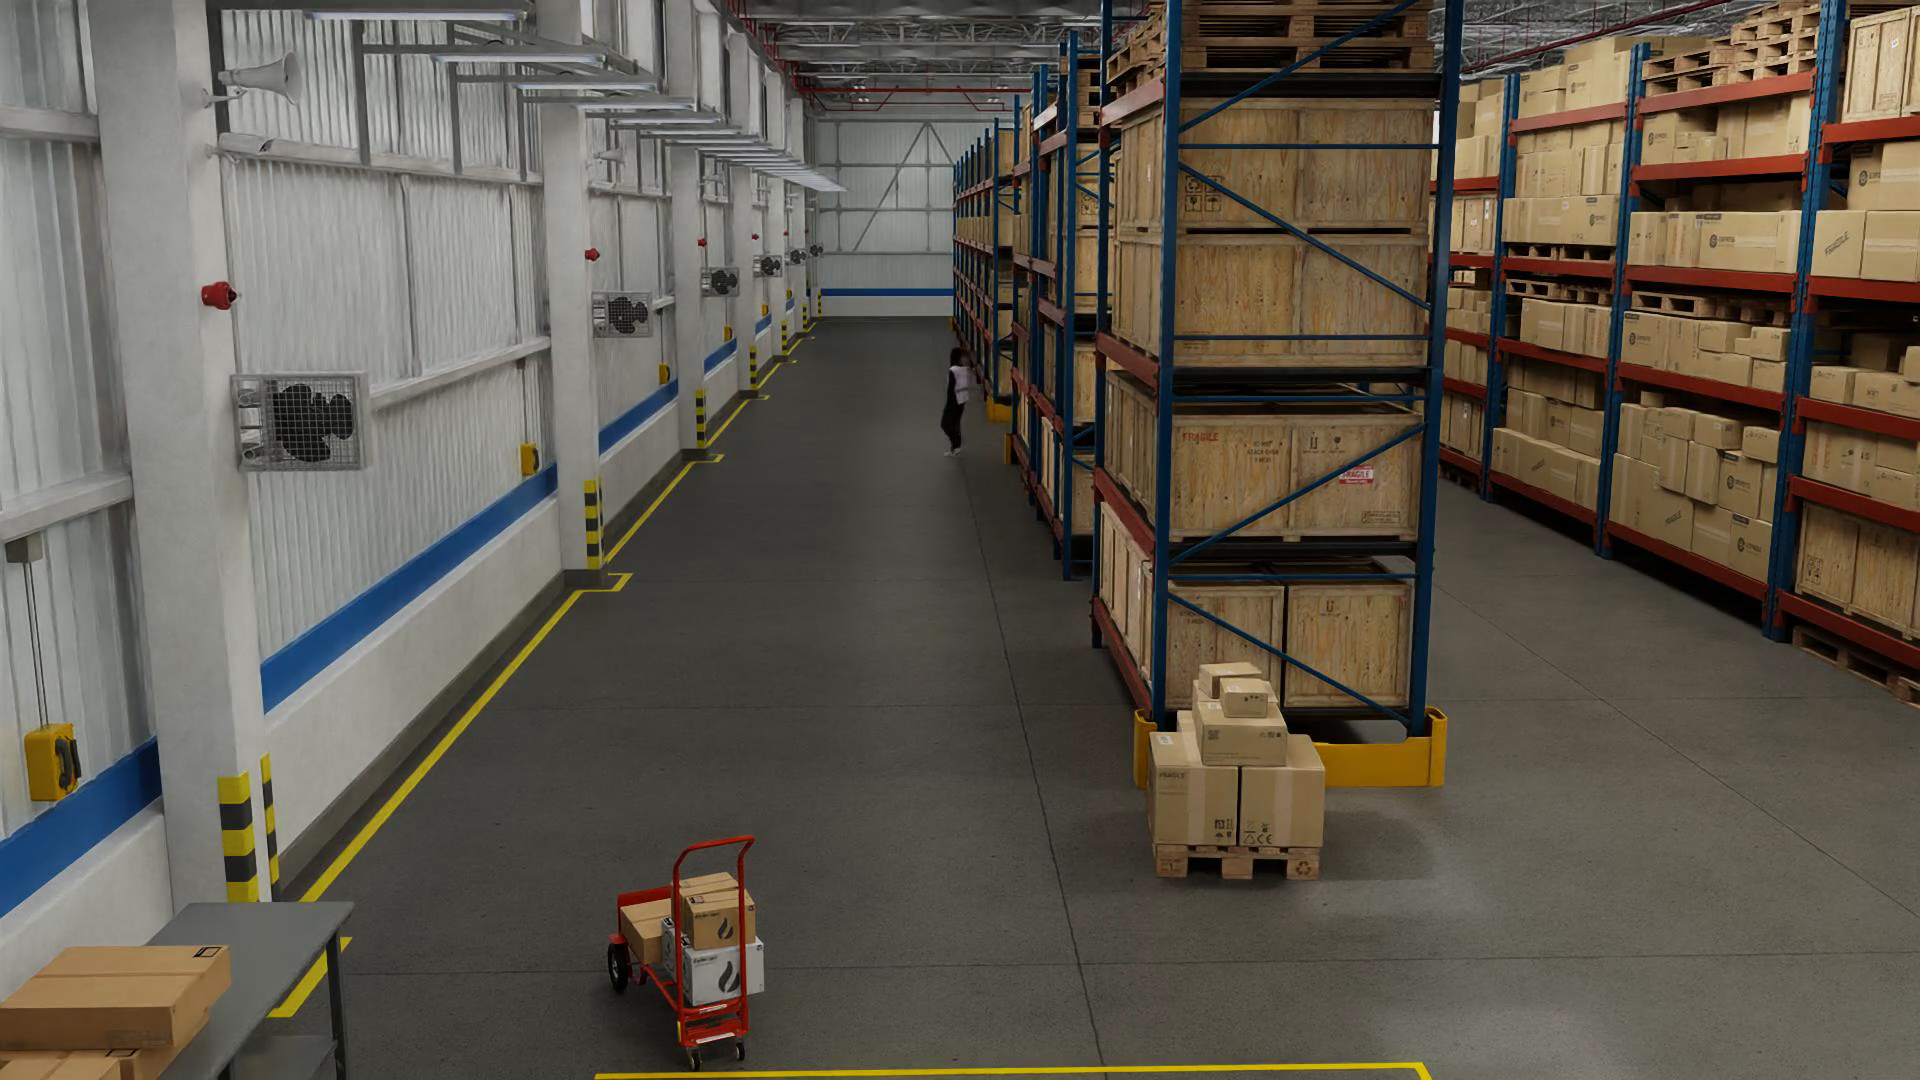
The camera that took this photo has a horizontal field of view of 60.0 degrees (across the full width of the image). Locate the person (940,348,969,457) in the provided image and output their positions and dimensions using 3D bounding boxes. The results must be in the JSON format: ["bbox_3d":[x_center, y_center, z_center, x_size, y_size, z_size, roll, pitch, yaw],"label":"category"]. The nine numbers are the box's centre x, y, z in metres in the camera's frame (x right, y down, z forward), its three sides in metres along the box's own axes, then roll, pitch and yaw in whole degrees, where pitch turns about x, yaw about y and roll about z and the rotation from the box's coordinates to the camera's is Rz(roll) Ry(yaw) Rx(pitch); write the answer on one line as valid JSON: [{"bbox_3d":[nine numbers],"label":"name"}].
[{"bbox_3d":[-0.077,-2.366,28.701,0.446,1.900,0.621,5,12,26],"label":"person"}]
